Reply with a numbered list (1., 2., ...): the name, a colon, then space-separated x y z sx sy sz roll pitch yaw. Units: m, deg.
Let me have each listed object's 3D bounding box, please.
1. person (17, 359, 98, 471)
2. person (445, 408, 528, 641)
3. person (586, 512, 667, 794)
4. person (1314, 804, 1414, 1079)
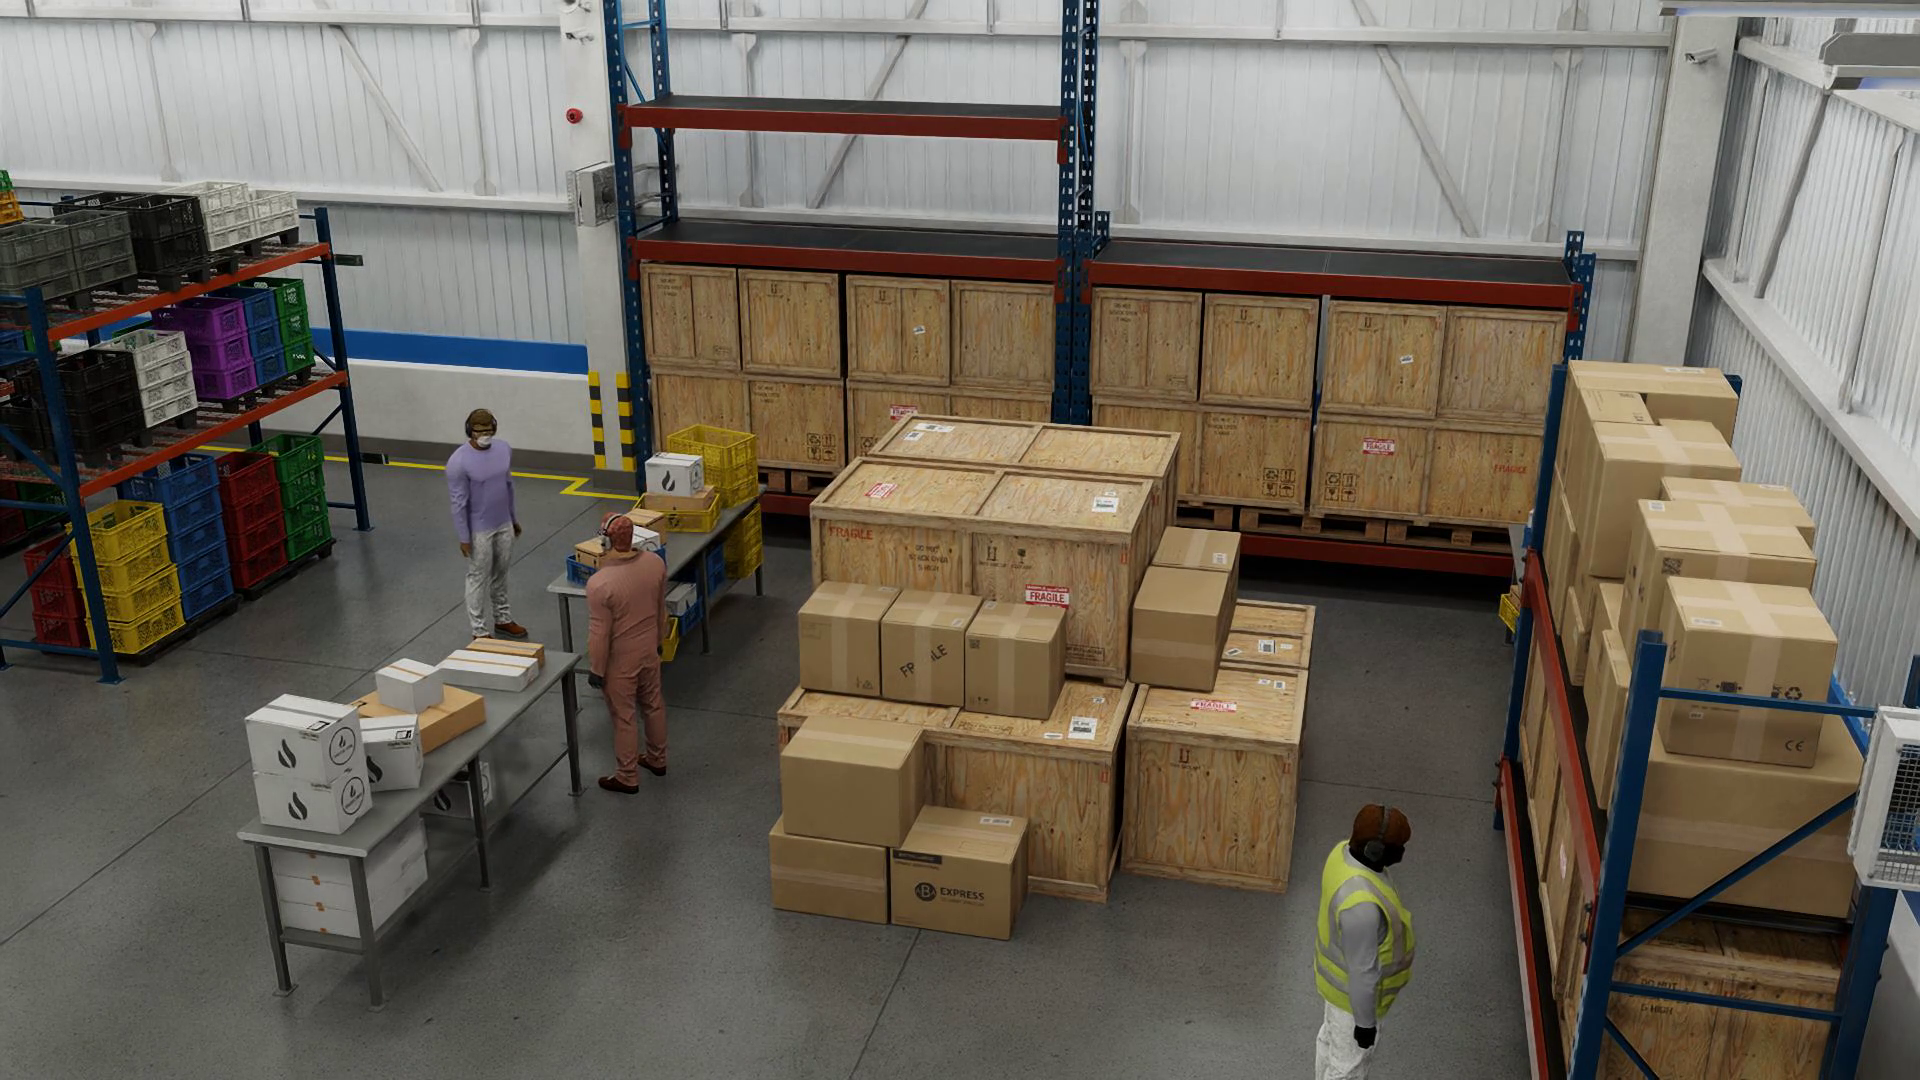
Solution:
1. person: -9.191 -1.446 16.610 0.902 1.840 0.641 -7 22 -18
2. person: -3.672 -0.099 12.953 0.369 1.935 0.630 12 24 28
3. person: -2.181 0.725 10.836 0.410 1.909 0.643 13 25 31
4. person: 1.816 2.022 7.541 0.429 1.838 0.621 2 21 5
